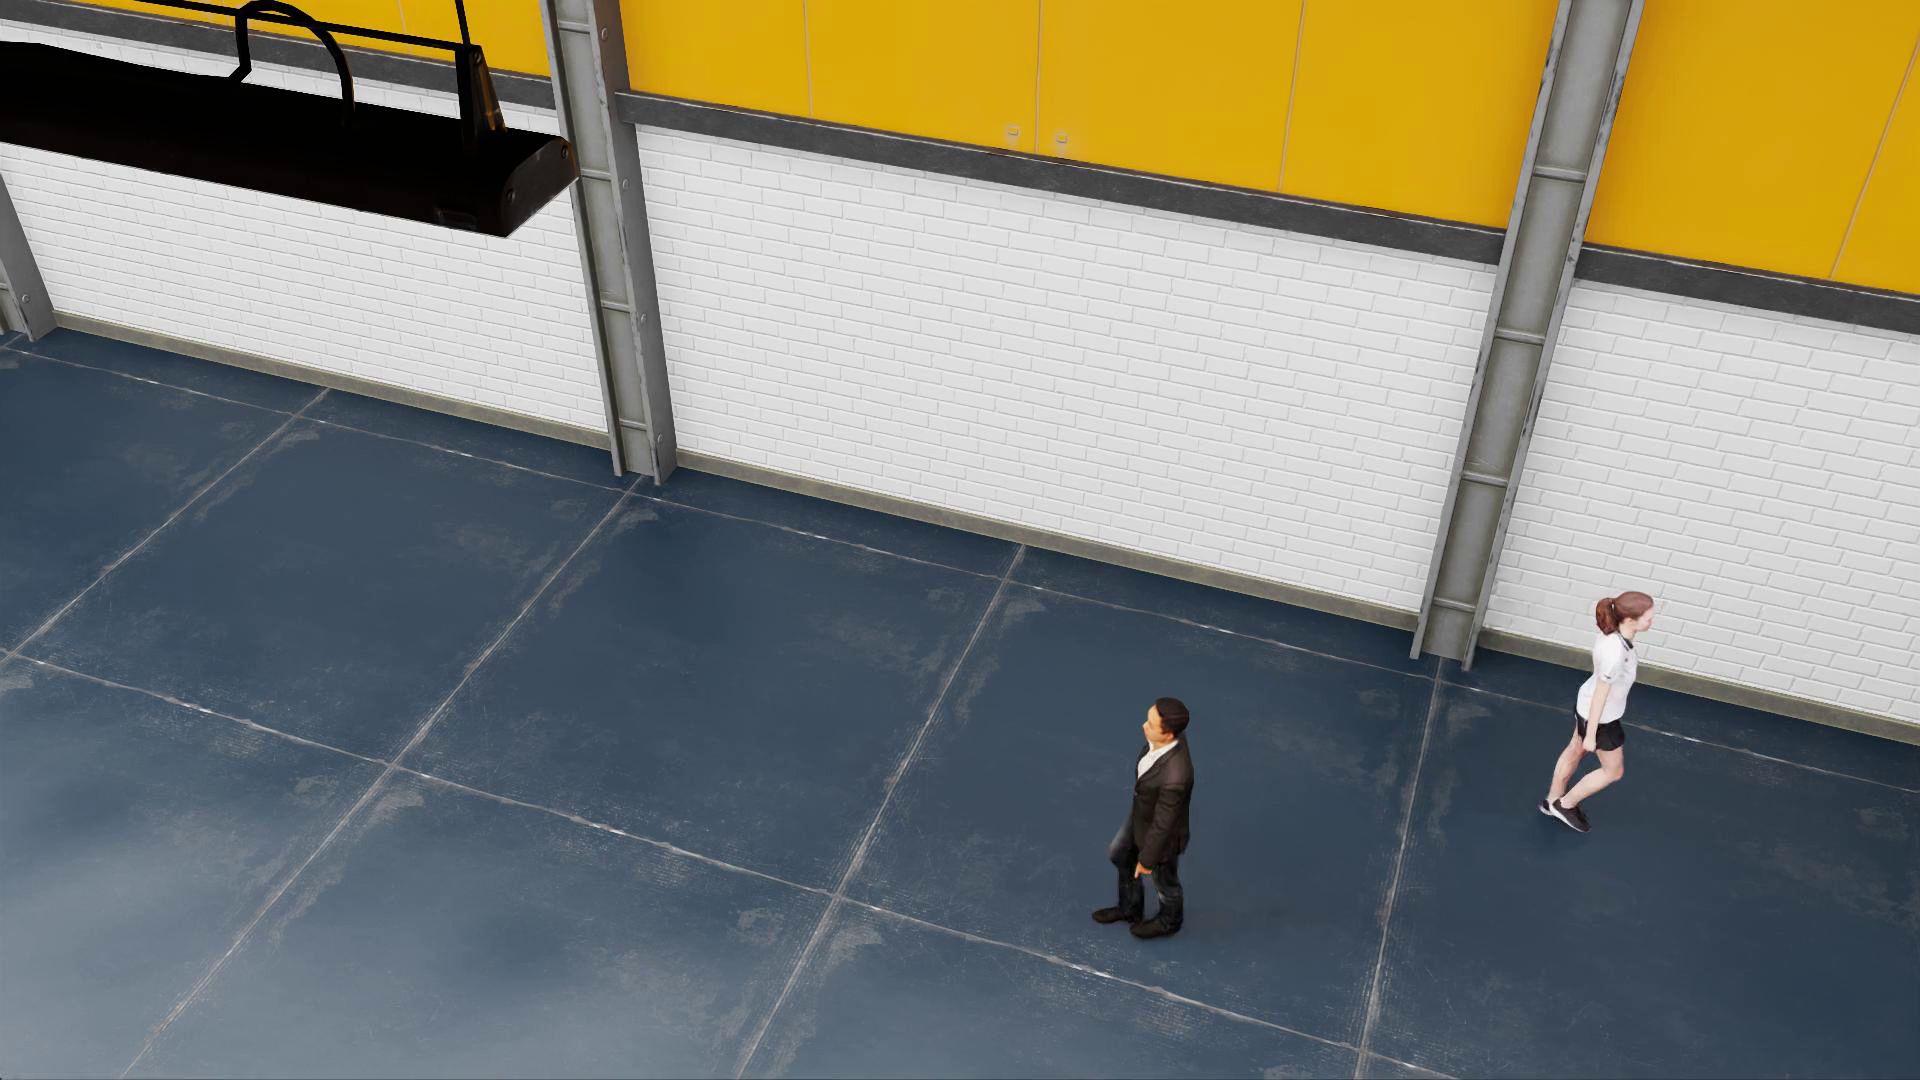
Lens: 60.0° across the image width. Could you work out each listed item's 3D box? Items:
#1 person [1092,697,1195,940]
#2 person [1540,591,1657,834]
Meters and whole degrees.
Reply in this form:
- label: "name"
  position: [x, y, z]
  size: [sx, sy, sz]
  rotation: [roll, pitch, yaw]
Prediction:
- label: "person"
  position: [1.132, 1.490, 8.770]
  size: [0.883, 1.791, 0.853]
  rotation: [-4, 39, -5]
- label: "person"
  position: [3.542, 0.969, 9.460]
  size: [0.602, 1.744, 0.581]
  rotation: [12, 40, 15]
